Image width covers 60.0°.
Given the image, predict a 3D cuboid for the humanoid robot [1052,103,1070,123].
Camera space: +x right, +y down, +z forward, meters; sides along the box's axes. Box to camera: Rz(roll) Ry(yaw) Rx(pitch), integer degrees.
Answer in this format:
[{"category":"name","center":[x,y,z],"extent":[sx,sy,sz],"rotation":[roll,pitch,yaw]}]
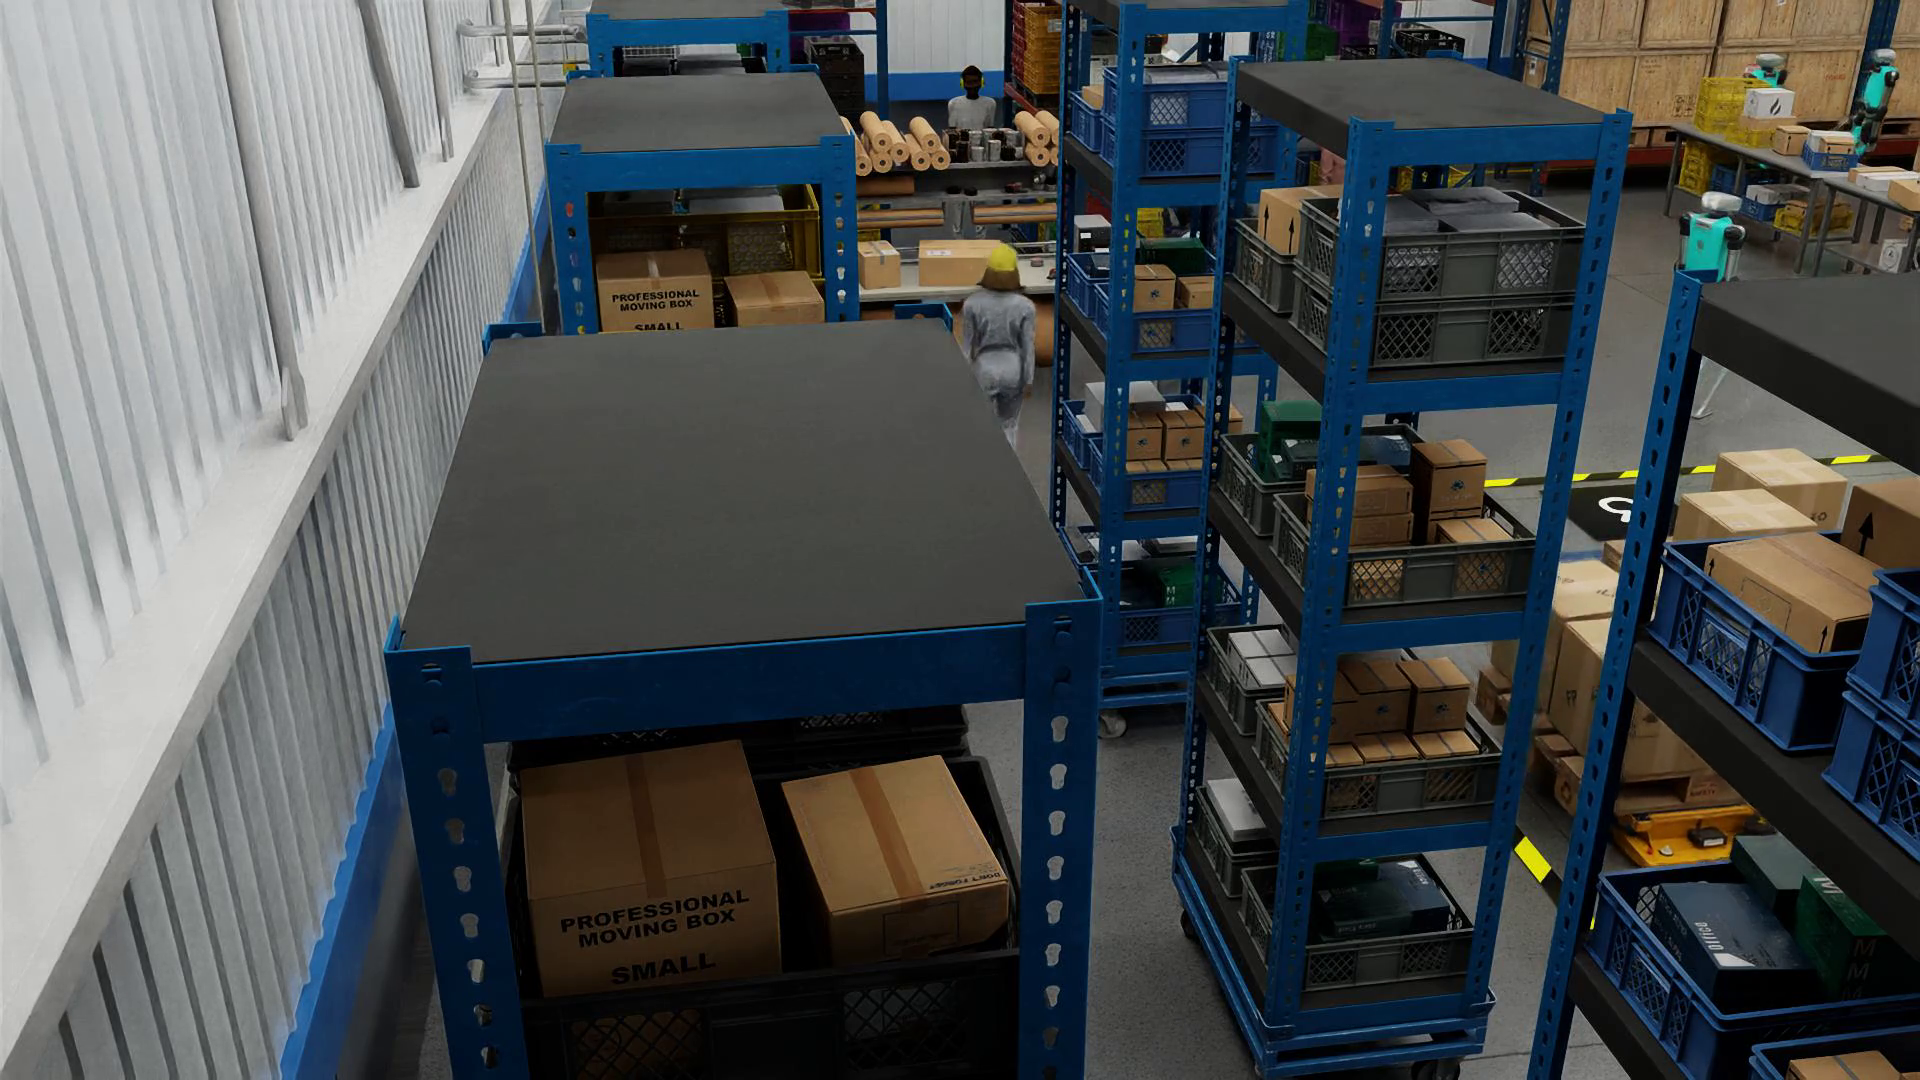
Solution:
[{"category":"humanoid robot","center":[0.919,-4.255,17.737],"extent":[0.731,1.746,0.532],"rotation":[-14,28,-28]}]

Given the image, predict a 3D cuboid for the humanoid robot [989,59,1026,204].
[{"category":"humanoid robot","center":[0.530,-4.478,18.225],"extent":[0.679,1.750,0.539],"rotation":[2,25,5]}]

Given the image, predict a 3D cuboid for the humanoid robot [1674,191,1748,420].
[{"category":"humanoid robot","center":[5.556,-1.729,12.139],"extent":[0.735,1.677,0.533],"rotation":[-12,27,-24]}]

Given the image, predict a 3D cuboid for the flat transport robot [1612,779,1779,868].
[{"category":"flat transport robot","center":[3.217,1.074,7.930],"extent":[0.652,0.197,1.431],"rotation":[-4,25,-8]}]

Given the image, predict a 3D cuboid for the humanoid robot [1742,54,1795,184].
[{"category":"humanoid robot","center":[8.708,-4.284,17.858],"extent":[0.566,1.755,0.916],"rotation":[-8,26,-18]}]

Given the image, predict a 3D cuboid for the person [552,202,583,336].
[{"category":"person","center":[-2.458,-1.383,11.188],"extent":[0.607,2.040,0.391],"rotation":[11,27,22]}]

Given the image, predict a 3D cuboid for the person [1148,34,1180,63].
[{"category":"person","center":[2.310,-5.038,19.363],"extent":[0.567,1.843,0.374],"rotation":[-18,30,-33]}]

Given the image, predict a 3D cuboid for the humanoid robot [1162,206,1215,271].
[{"category":"humanoid robot","center":[1.905,-2.439,13.904],"extent":[0.359,1.647,0.589],"rotation":[-19,31,-36]}]

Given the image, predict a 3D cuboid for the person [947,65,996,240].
[{"category":"person","center":[0.119,-3.783,16.606],"extent":[0.521,1.871,0.325],"rotation":[-4,25,-8]}]

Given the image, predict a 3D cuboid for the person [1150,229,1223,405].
[{"category":"person","center":[1.461,-1.102,10.803],"extent":[0.588,1.848,0.405],"rotation":[-2,25,-5]}]

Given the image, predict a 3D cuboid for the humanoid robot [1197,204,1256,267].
[{"category":"humanoid robot","center":[2.059,-2.133,13.253],"extent":[0.614,1.644,0.578],"rotation":[18,30,33]}]

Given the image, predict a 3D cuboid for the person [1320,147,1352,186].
[{"category":"person","center":[3.452,-3.102,15.248],"extent":[0.320,1.769,0.523],"rotation":[21,32,38]}]

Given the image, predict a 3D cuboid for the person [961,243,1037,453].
[{"category":"person","center":[0.247,-1.086,10.915],"extent":[0.500,1.716,0.536],"rotation":[0,25,0]}]

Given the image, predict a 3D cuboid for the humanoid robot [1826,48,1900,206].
[{"category":"humanoid robot","center":[9.737,-4.416,18.274],"extent":[0.732,1.910,0.552],"rotation":[2,25,4]}]
